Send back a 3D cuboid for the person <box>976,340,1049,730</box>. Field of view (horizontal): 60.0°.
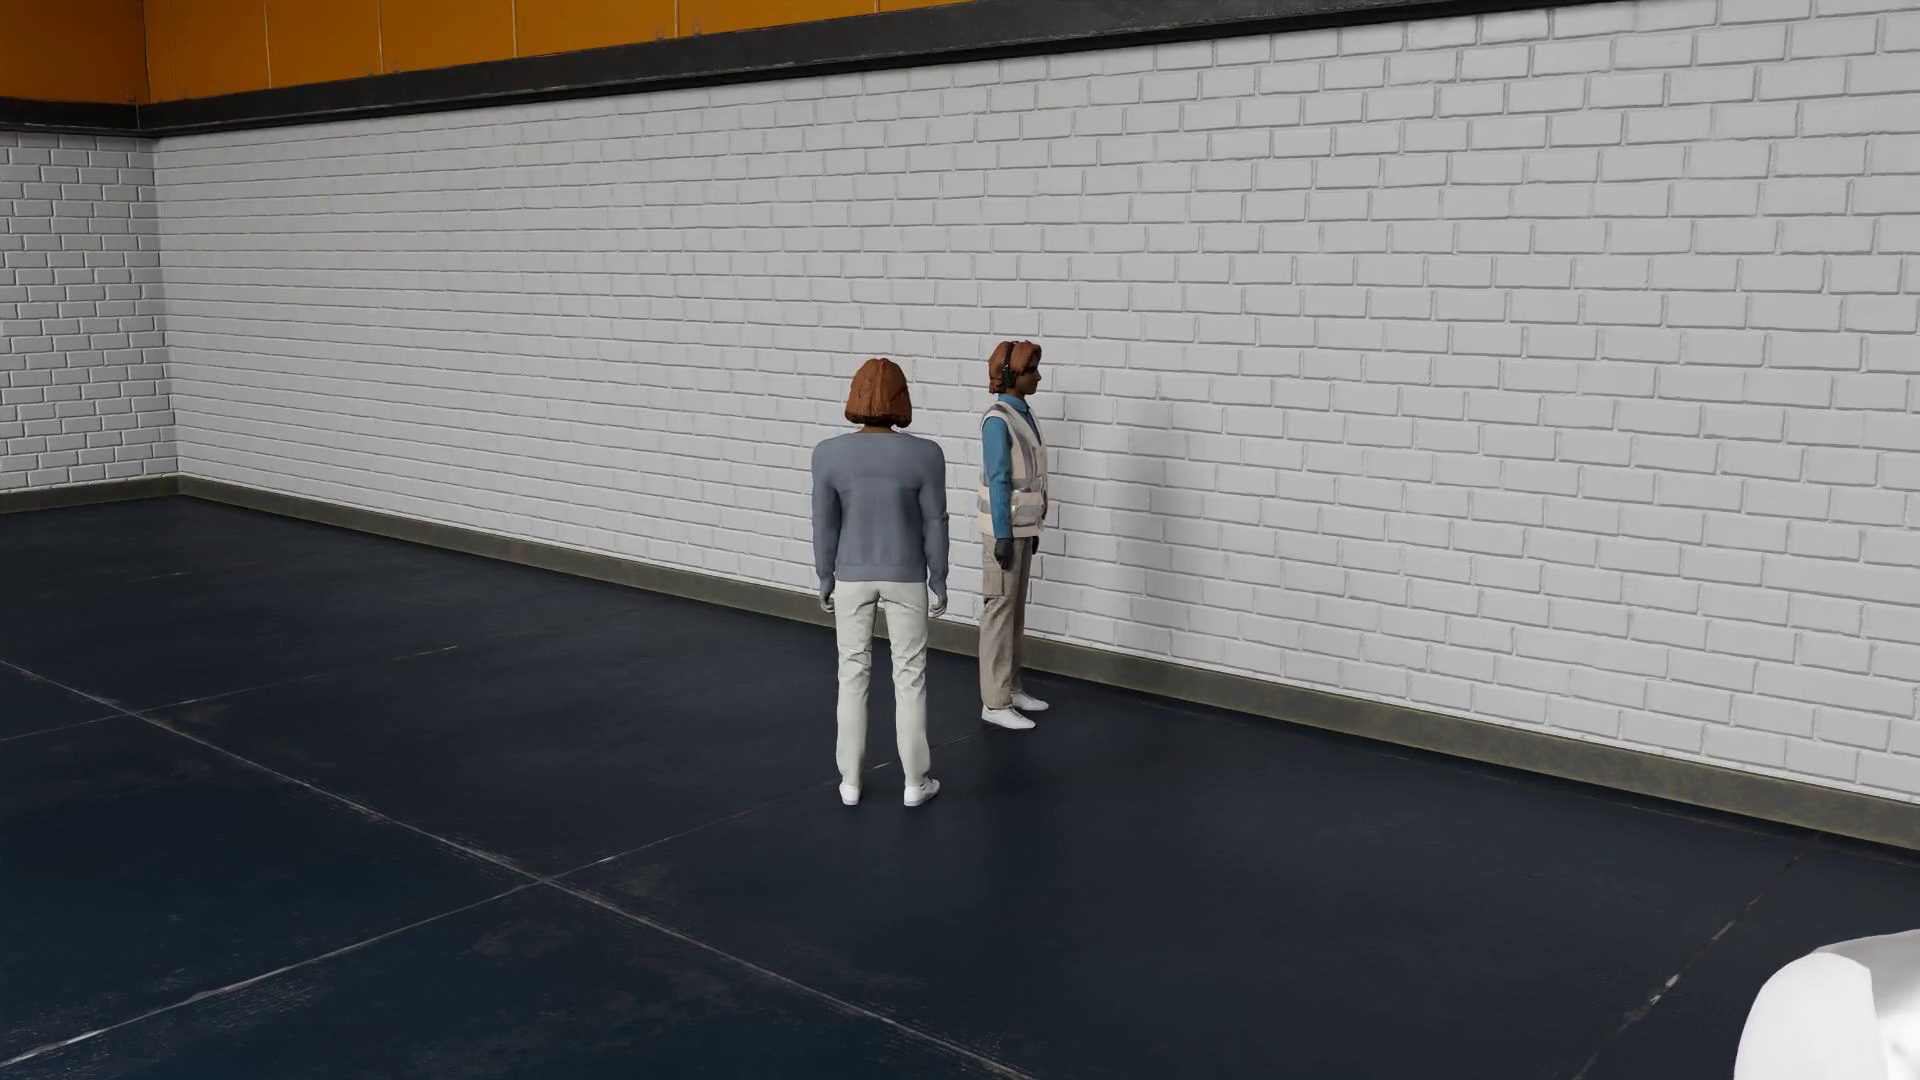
[{"bbox_3d":[0.220,-0.028,7.083,0.307,1.640,0.518,3,10,14],"label":"person"}]

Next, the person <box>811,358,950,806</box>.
[{"bbox_3d":[-0.284,0.160,6.027,0.500,1.633,0.282,1,10,6],"label":"person"}]

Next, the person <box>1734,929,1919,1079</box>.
[{"bbox_3d":[0.788,0.853,1.214,0.542,1.939,0.362,1,10,4],"label":"person"}]
